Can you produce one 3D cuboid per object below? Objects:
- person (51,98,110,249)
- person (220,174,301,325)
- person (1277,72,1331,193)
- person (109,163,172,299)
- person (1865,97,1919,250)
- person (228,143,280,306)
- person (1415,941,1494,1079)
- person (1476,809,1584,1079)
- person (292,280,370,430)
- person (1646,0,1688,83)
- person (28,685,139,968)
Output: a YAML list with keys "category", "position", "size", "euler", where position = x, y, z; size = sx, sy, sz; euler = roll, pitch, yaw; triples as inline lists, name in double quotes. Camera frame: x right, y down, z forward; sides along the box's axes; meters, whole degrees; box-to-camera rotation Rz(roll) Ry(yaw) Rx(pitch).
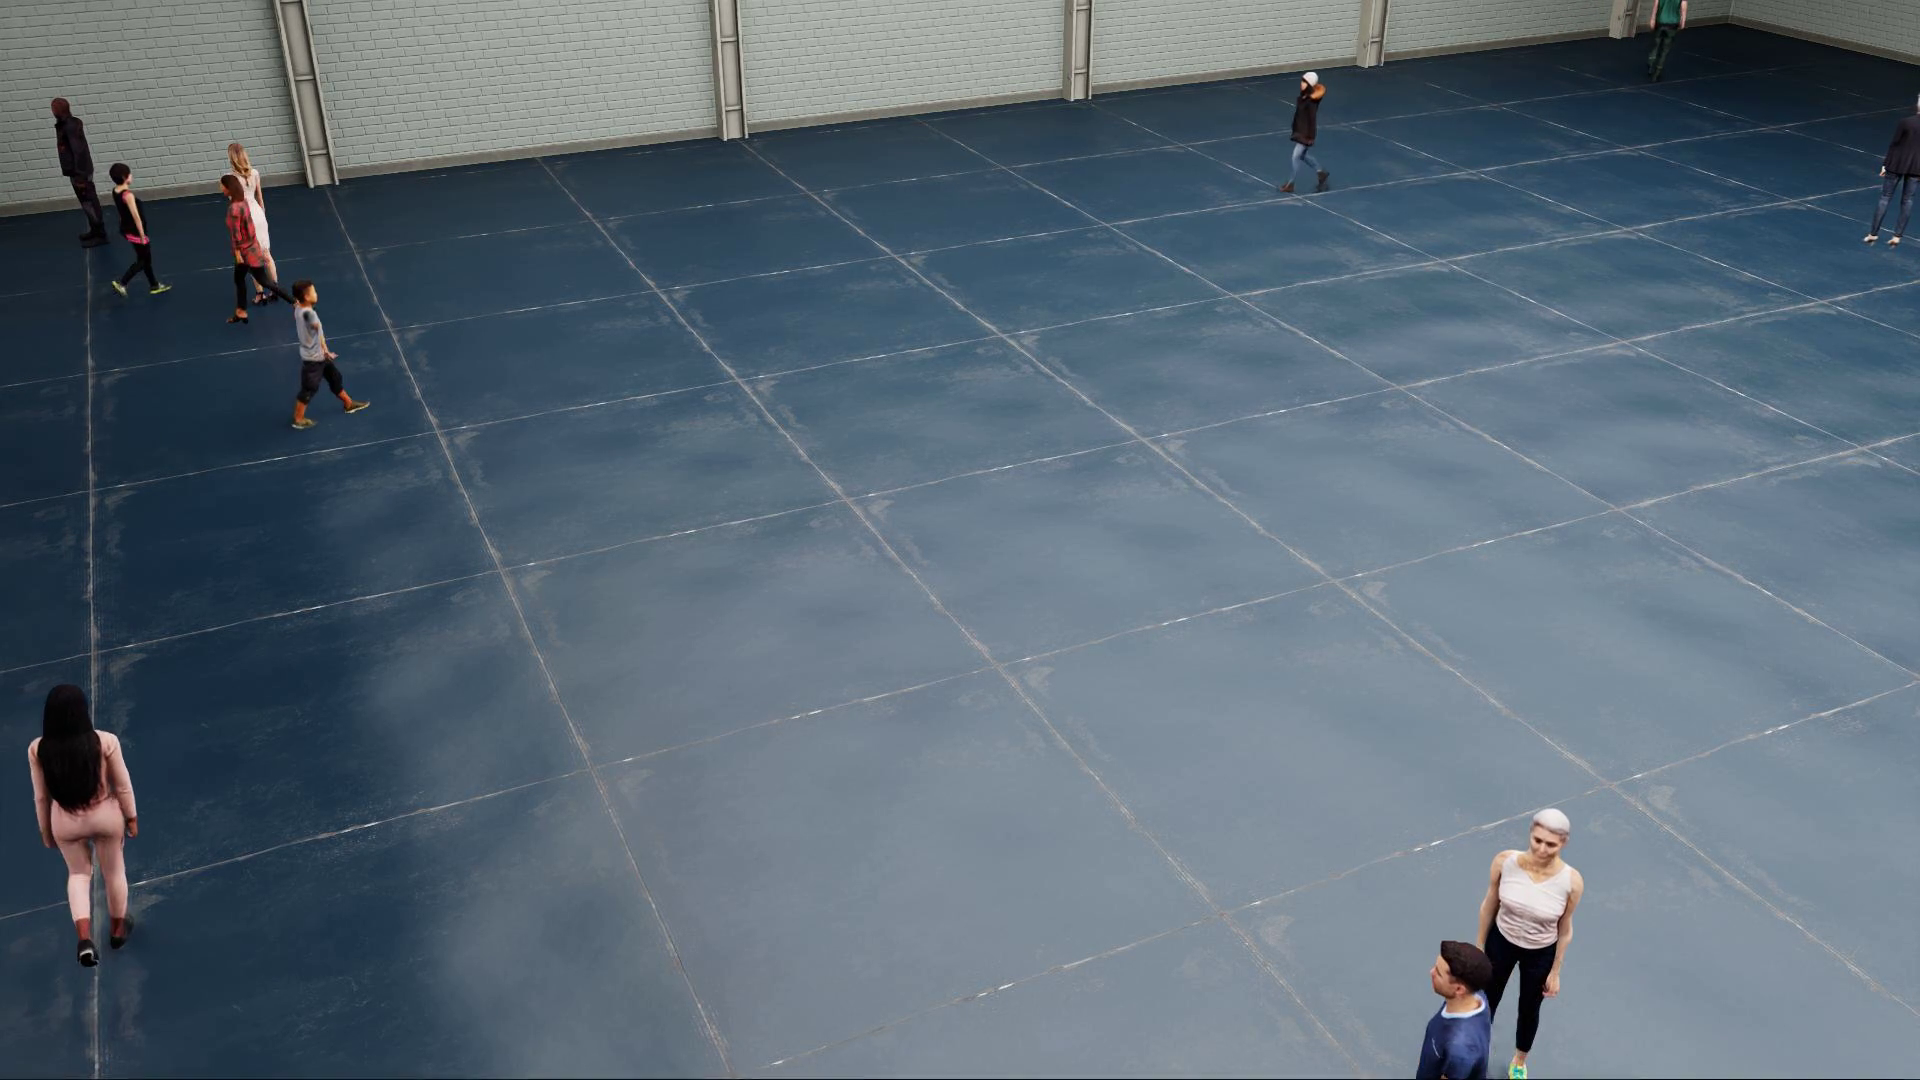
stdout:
- category: "person"
  position: [-10.855, -4.566, 20.549]
  size: [0.595, 1.817, 0.699]
  euler: [-14, 31, -24]
- category: "person"
  position: [-7.591, -3.101, 17.960]
  size: [1.166, 1.664, 0.786]
  euler: [-6, 29, -11]
- category: "person"
  position: [4.733, -5.511, 22.540]
  size: [1.067, 1.613, 0.802]
  euler: [-5, 28, -9]
- category: "person"
  position: [-9.390, -3.466, 18.783]
  size: [0.778, 1.536, 0.981]
  euler: [22, 35, 35]
- category: "person"
  position: [10.557, -4.164, 18.623]
  size: [0.822, 1.782, 0.788]
  euler: [10, 30, 18]
- category: "person"
  position: [-7.922, -3.533, 18.596]
  size: [0.704, 1.830, 0.593]
  euler: [18, 33, 30]
- category: "person"
  position: [2.188, 2.512, 7.239]
  size: [0.870, 1.836, 0.806]
  euler: [8, 29, 15]
- category: "person"
  position: [2.794, 2.037, 8.272]
  size: [0.680, 1.703, 0.717]
  euler: [13, 31, 24]
- category: "person"
  position: [-6.182, -1.780, 15.739]
  size: [1.069, 1.421, 0.764]
  euler: [-21, 34, -33]
- category: "person"
  position: [12.035, -8.777, 28.382]
  size: [0.793, 1.887, 0.806]
  euler: [20, 34, 33]
- category: "person"
  position: [-4.758, 1.608, 9.076]
  size: [0.850, 1.703, 0.797]
  euler: [-10, 30, -19]
